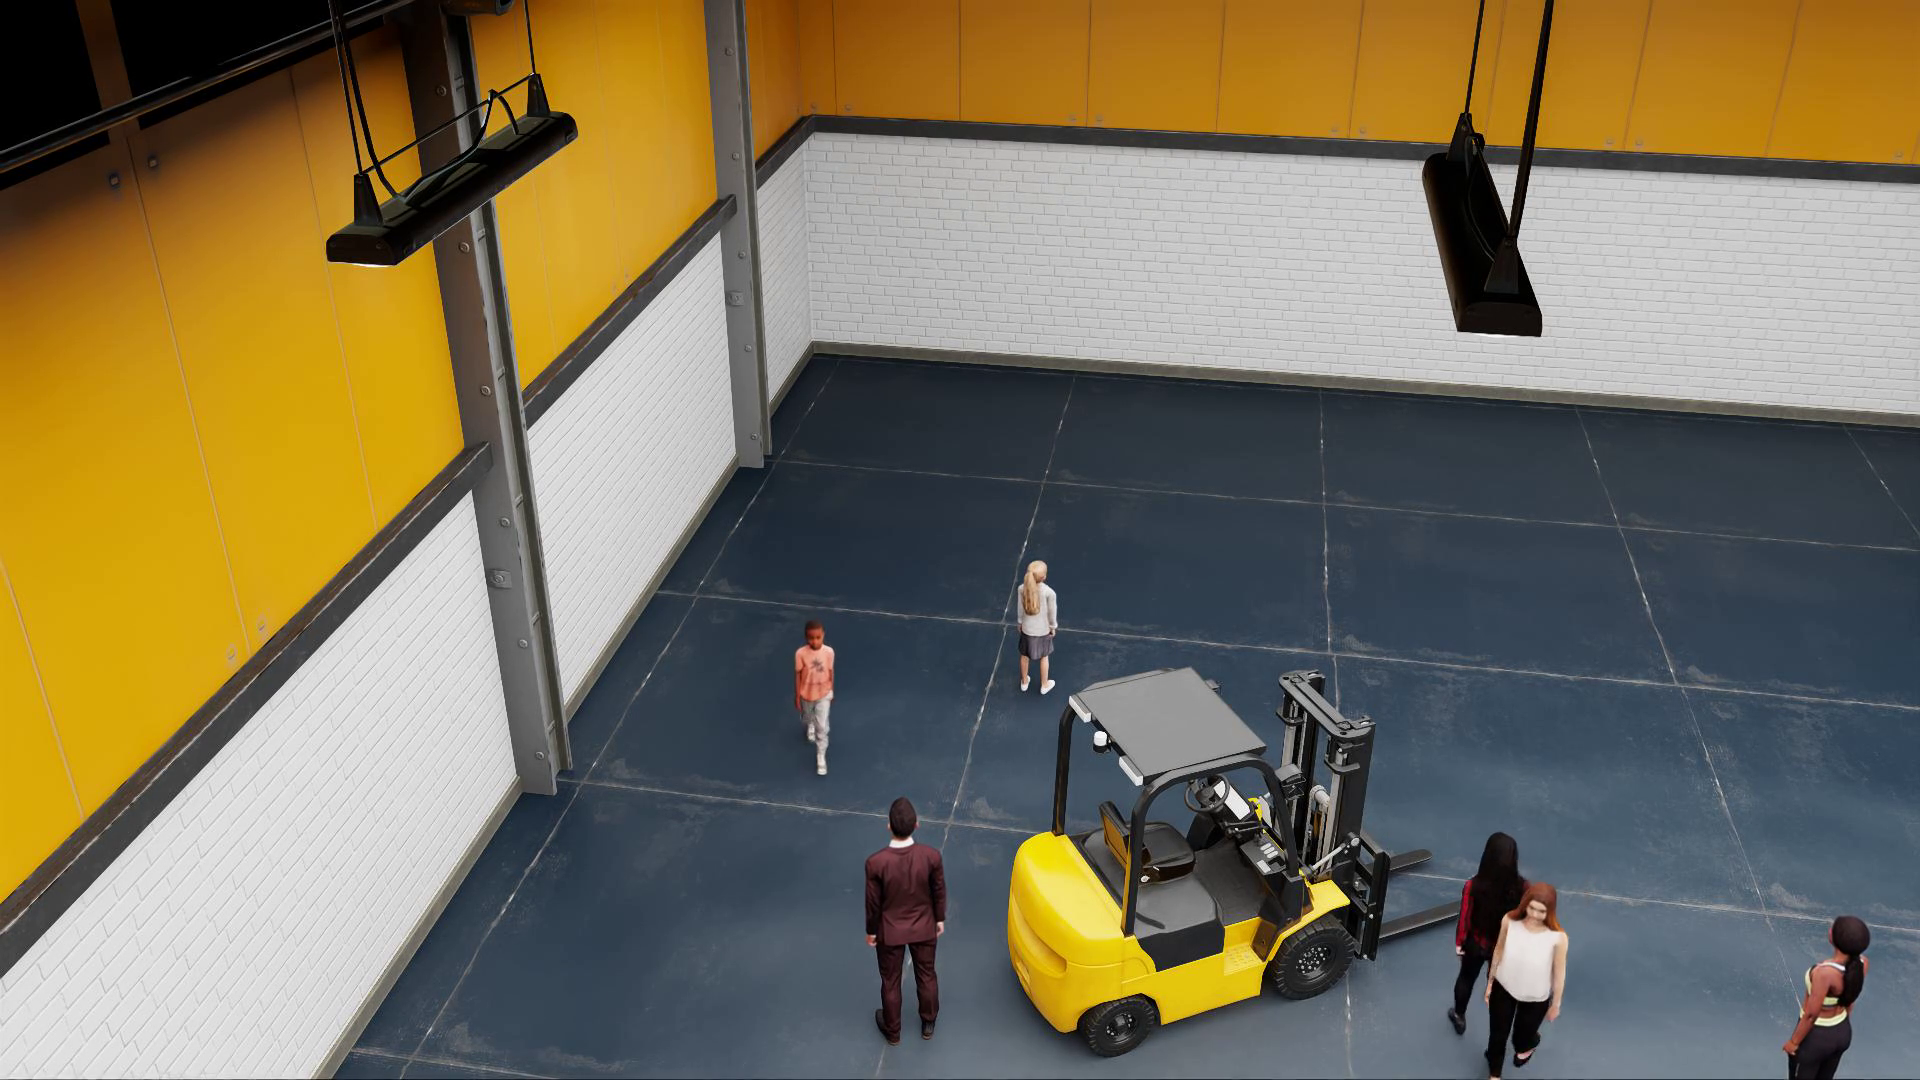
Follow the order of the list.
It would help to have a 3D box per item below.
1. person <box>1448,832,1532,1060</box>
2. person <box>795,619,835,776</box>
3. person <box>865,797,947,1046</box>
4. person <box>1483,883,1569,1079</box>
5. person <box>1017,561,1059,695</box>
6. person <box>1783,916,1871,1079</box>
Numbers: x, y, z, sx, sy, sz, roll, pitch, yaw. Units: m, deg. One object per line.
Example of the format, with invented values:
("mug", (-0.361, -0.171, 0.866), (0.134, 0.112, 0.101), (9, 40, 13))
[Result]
("person", (3.382, 2.596, 10.487), (0.651, 1.638, 0.861), (-1, 29, -1))
("person", (-1.187, 1.190, 13.420), (0.612, 1.296, 0.932), (-2, 29, -3))
("person", (-0.342, 2.434, 10.547), (0.764, 1.865, 0.740), (-5, 29, -10))
("person", (3.469, 2.714, 10.201), (0.810, 1.704, 0.929), (23, 36, 36))
("person", (0.653, 0.734, 14.278), (0.539, 1.275, 0.554), (9, 30, 17))
("person", (5.060, 2.925, 9.763), (0.639, 1.753, 0.655), (-10, 30, -18))
